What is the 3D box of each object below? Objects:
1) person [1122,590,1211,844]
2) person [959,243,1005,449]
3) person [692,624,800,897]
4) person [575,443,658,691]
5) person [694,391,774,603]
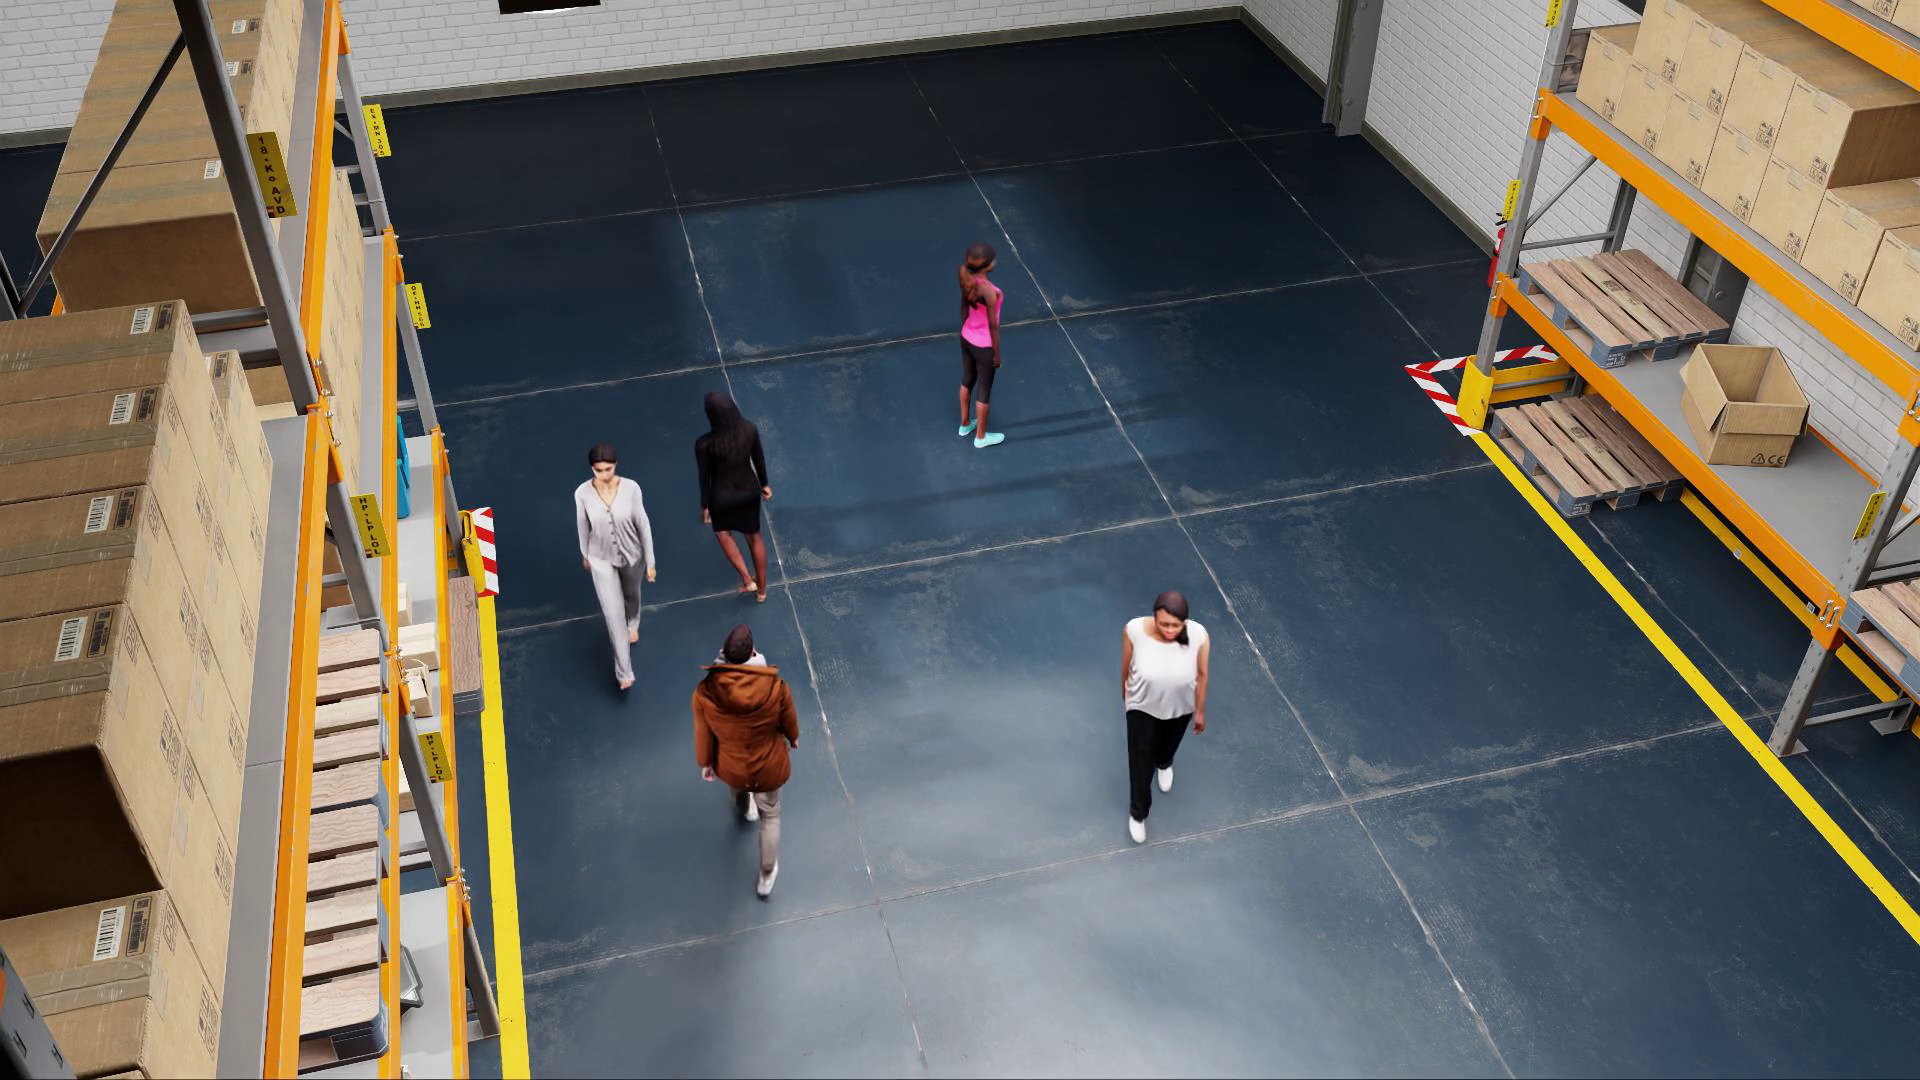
[{"bbox_3d":[1.215,0.910,9.914,0.862,1.658,1.087,1,39,1],"label":"person"},{"bbox_3d":[0.143,-1.523,12.908,0.693,1.724,0.580,-23,44,-26],"label":"person"},{"bbox_3d":[-1.180,1.289,9.330,0.867,1.796,1.126,-2,39,-2],"label":"person"},{"bbox_3d":[-2.246,0.053,10.930,0.614,1.730,1.074,-8,39,-10],"label":"person"},{"bbox_3d":[-1.520,-0.236,11.310,0.778,1.707,0.755,-17,41,-20],"label":"person"}]
